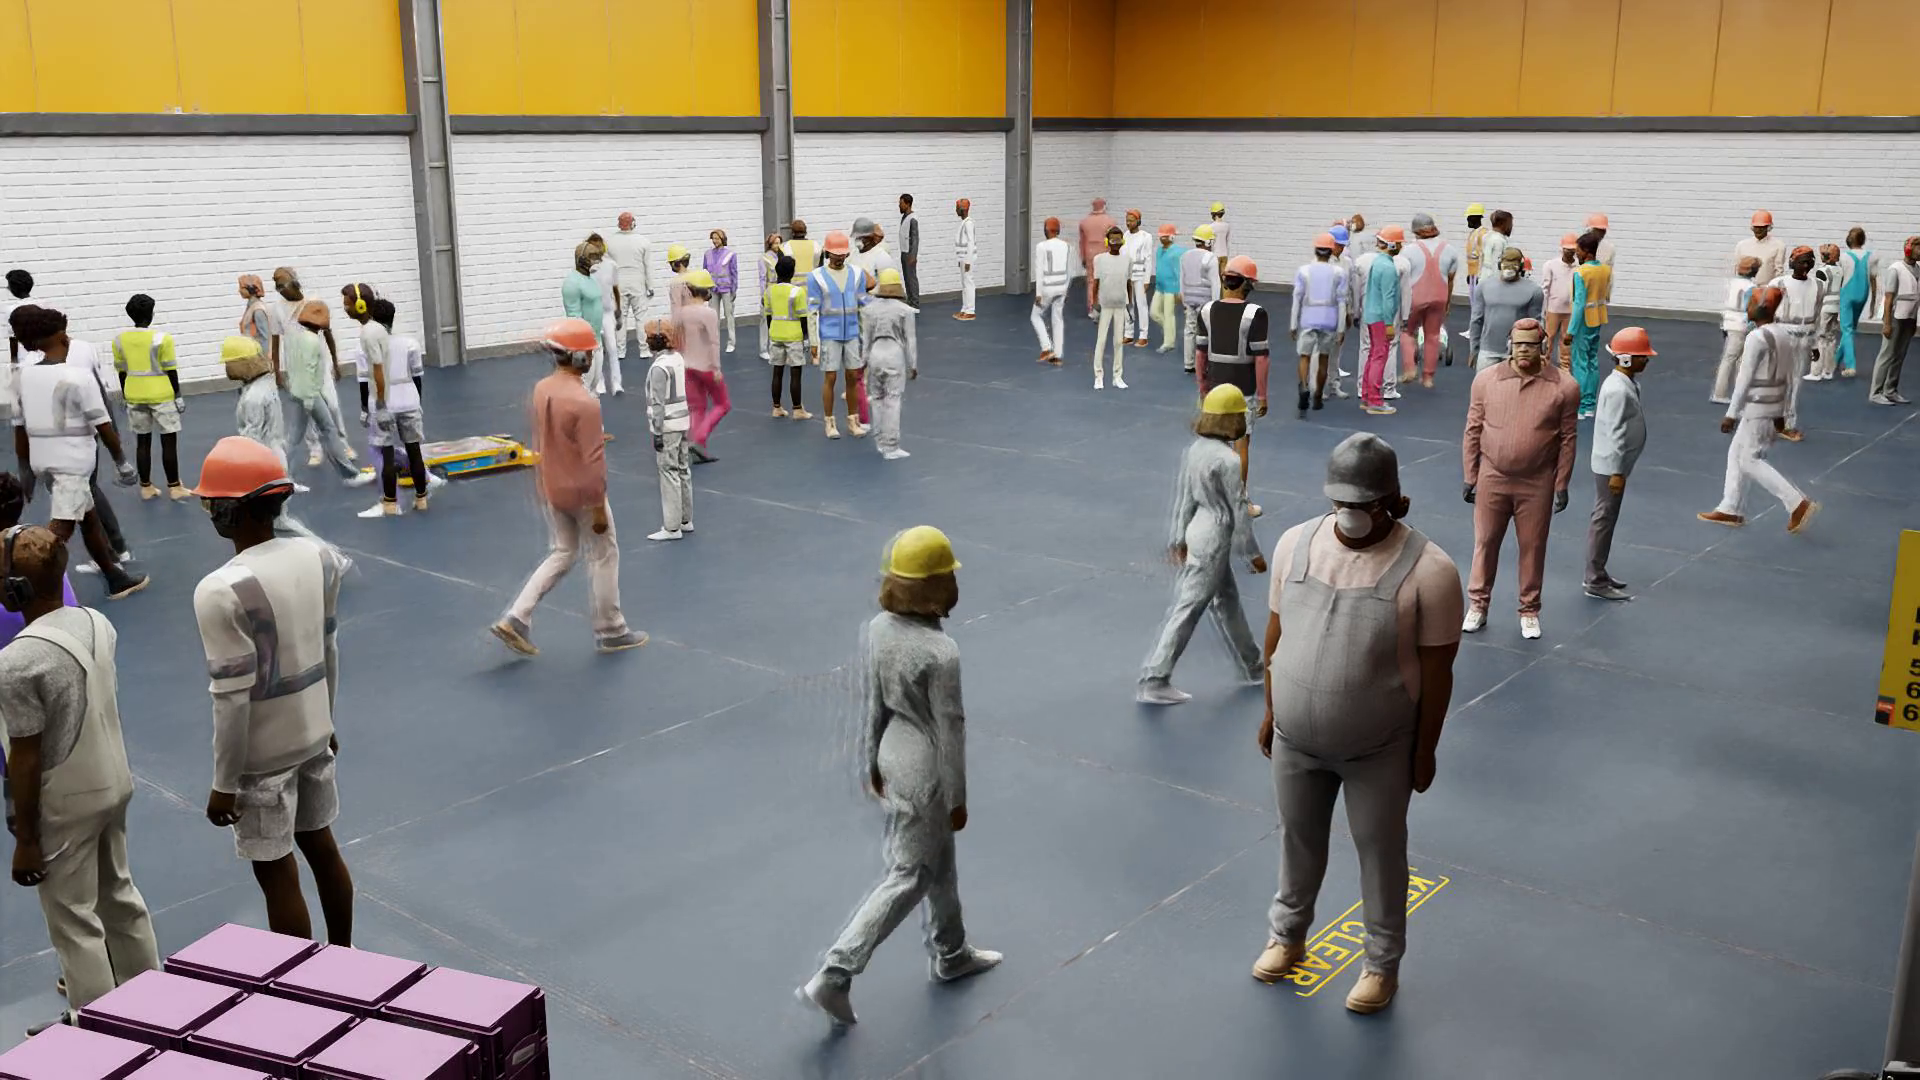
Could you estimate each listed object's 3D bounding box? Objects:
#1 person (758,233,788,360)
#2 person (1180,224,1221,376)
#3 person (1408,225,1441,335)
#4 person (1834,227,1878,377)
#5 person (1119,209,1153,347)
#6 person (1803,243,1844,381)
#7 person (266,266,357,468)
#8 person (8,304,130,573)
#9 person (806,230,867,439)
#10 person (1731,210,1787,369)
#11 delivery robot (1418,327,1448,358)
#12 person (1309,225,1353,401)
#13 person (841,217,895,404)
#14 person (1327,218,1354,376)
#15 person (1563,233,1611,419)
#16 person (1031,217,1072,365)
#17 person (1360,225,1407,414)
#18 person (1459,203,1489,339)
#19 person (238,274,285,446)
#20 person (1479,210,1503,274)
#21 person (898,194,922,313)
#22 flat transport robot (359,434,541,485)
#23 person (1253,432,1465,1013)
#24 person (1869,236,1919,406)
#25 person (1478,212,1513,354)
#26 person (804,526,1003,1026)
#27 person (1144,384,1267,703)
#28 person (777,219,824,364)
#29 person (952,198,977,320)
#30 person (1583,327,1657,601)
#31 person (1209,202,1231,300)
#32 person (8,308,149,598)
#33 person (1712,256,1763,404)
[{"bbox_3d":[-2.436,-3.178,21.711,0.321,1.633,0.521,10,17,34],"label":"person"},{"bbox_3d":[2.931,-2.894,20.158,0.403,1.835,0.588,-12,18,-39],"label":"person"},{"bbox_3d":[6.440,-3.638,23.230,0.624,1.807,0.584,-11,18,-38],"label":"person"},{"bbox_3d":[10.864,-2.906,20.313,0.532,1.790,1.013,1,14,2],"label":"person"},{"bbox_3d":[2.397,-3.601,22.903,0.579,1.876,0.349,13,19,42],"label":"person"},{"bbox_3d":[10.323,-2.711,19.843,0.508,1.628,0.320,-10,17,-34],"label":"person"},{"bbox_3d":[-5.795,-1.533,14.777,0.597,1.806,0.467,-6,15,-22],"label":"person"},{"bbox_3d":[-5.996,-0.668,11.201,0.440,1.861,0.688,3,14,14],"label":"person"},{"bbox_3d":[-1.170,-1.981,16.128,0.610,2.029,0.408,-7,16,-26],"label":"person"},{"bbox_3d":[9.853,-3.080,20.607,0.608,1.986,0.400,11,18,38],"label":"person"},{"bbox_3d":[6.063,-2.587,21.334,0.477,0.478,0.707,3,14,13],"label":"delivery robot"},{"bbox_3d":[4.104,-2.505,18.414,0.616,1.933,0.420,-9,17,-31],"label":"person"},{"bbox_3d":[-1.058,-2.521,18.248,0.536,2.000,0.673,-12,18,-40],"label":"person"},{"bbox_3d":[4.597,-2.956,20.286,0.401,1.900,0.650,-1,14,-5],"label":"person"},{"bbox_3d":[6.495,-2.210,17.260,0.587,1.916,0.390,-13,19,-42],"label":"person"},{"bbox_3d":[1.147,-3.160,21.145,0.610,1.868,0.475,-11,18,-37],"label":"person"},{"bbox_3d":[4.487,-2.334,17.624,0.406,1.985,0.622,0,14,1],"label":"person"},{"bbox_3d":[7.359,-3.839,23.782,0.427,1.917,0.590,1,14,2],"label":"person"},{"bbox_3d":[-6.629,-1.696,15.768,0.314,1.638,0.516,-8,16,-28],"label":"person"},{"bbox_3d":[7.454,-3.675,23.256,0.345,1.847,0.504,13,19,43],"label":"person"},{"bbox_3d":[-0.821,-4.641,26.968,0.375,1.917,0.598,-5,15,-18],"label":"person"},{"bbox_3d":[-4.464,-0.719,14.635,0.652,0.197,1.431,13,19,42],"label":"flat transport robot"},{"bbox_3d":[1.317,0.615,5.716,0.681,2.000,0.535,11,18,37],"label":"person"},{"bbox_3d":[10.222,-2.384,18.121,0.563,1.837,0.386,-8,16,-30],"label":"person"},{"bbox_3d":[7.027,-3.350,21.901,0.389,1.897,0.680,2,14,8],"label":"person"},{"bbox_3d":[-0.194,0.796,5.659,0.805,1.716,0.490,-9,16,-31],"label":"person"},{"bbox_3d":[1.383,0.025,8.780,0.912,1.694,0.492,-3,14,-11],"label":"person"},{"bbox_3d":[-2.025,-3.139,21.127,0.634,1.839,0.429,-6,15,-22],"label":"person"},{"bbox_3d":[0.081,-4.385,26.013,0.358,1.885,0.572,-2,14,-9],"label":"person"},{"bbox_3d":[4.253,-0.499,10.745,0.329,1.753,0.560,5,15,20],"label":"person"},{"bbox_3d":[4.184,-4.607,27.142,0.530,1.767,0.328,-11,18,-38],"label":"person"},{"bbox_3d":[-5.559,-0.470,10.335,0.617,1.911,0.991,6,15,24],"label":"person"},{"bbox_3d":[8.585,-2.278,18.122,0.661,1.609,0.541,1,14,2],"label":"person"}]
